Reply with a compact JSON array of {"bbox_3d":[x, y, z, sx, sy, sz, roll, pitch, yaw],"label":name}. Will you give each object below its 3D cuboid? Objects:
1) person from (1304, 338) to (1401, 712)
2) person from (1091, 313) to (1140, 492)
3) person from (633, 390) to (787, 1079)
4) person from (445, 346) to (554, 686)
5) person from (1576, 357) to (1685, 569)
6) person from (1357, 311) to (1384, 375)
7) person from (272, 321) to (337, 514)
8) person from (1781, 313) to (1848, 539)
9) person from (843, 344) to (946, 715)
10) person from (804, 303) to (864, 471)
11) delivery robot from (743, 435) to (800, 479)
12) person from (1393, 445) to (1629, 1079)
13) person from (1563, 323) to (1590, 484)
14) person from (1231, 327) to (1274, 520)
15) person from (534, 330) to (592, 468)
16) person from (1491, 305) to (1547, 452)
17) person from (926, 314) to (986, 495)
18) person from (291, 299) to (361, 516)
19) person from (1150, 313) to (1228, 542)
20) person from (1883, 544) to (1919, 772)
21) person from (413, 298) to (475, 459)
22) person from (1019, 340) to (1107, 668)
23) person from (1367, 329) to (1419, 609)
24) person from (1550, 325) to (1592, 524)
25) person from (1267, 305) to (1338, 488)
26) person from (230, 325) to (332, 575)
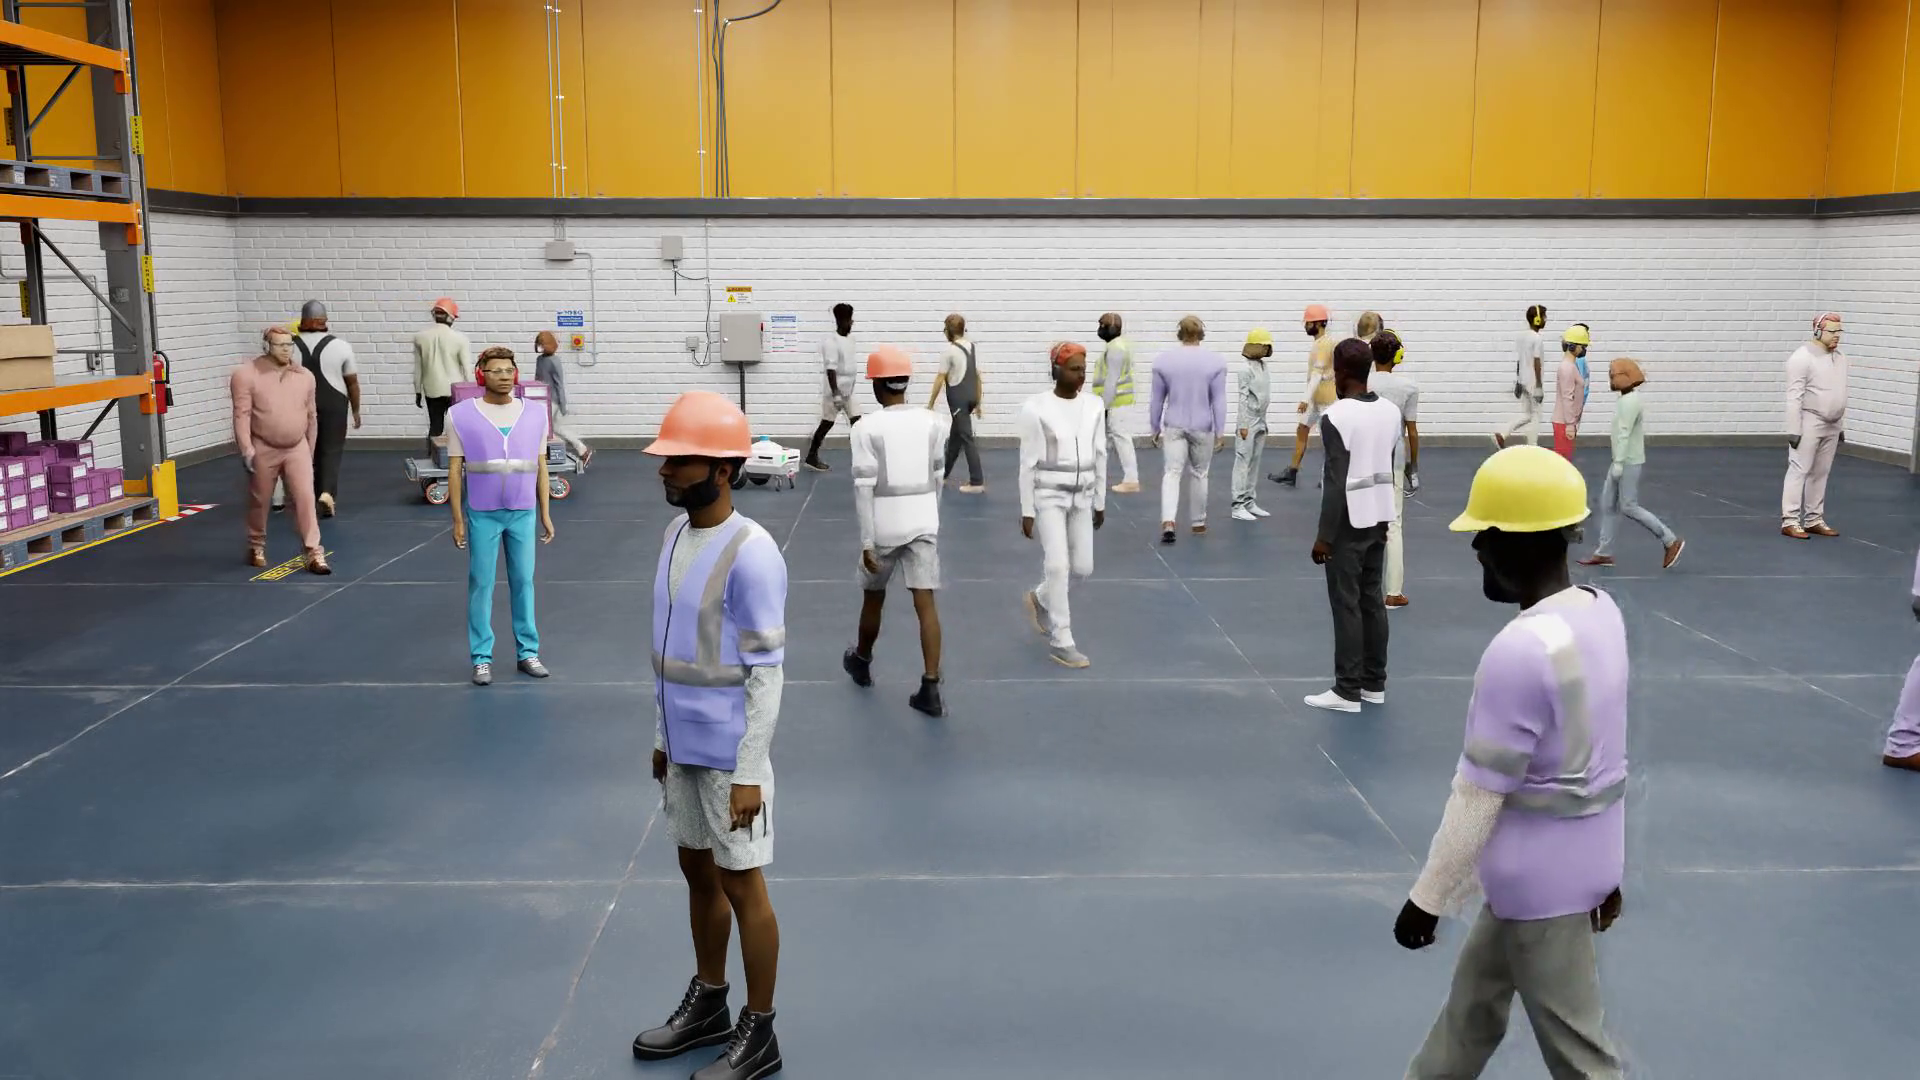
[{"bbox_3d":[2.038,-0.074,8.546,0.597,1.914,0.371,-9,13,-43],"label":"person"},{"bbox_3d":[1.457,-1.387,16.894,0.845,1.813,0.650,1,9,6],"label":"person"},{"bbox_3d":[-0.696,0.556,4.607,0.347,1.943,0.545,-8,12,-39],"label":"person"},{"bbox_3d":[-2.529,-0.142,9.166,0.566,1.849,0.387,-6,11,-32],"label":"person"},{"bbox_3d":[5.100,-0.573,12.549,0.689,1.607,0.496,2,10,15],"label":"person"},{"bbox_3d":[3.507,-1.010,14.318,0.607,1.905,0.641,-5,10,-26],"label":"person"},{"bbox_3d":[-6.208,-1.144,15.555,0.596,1.785,0.643,2,9,12],"label":"person"},{"bbox_3d":[7.233,-0.956,14.017,0.646,1.900,0.403,-5,10,-27],"label":"person"},{"bbox_3d":[-0.334,-0.078,8.707,0.553,1.877,1.024,-4,10,-23],"label":"person"},{"bbox_3d":[-1.340,-1.667,18.382,1.025,1.906,0.628,5,10,28],"label":"person"},{"bbox_3d":[-2.001,-0.839,17.111,0.707,0.478,0.477,5,10,29],"label":"delivery robot"},{"bbox_3d":[1.225,0.725,3.769,0.968,1.875,0.585,6,11,33],"label":"person"},{"bbox_3d":[6.476,-1.439,17.584,0.322,1.697,0.535,1,9,9],"label":"person"},{"bbox_3d":[2.681,-1.058,15.110,0.319,1.743,0.488,7,11,35],"label":"person"},{"bbox_3d":[-4.473,-1.534,18.456,0.781,1.598,0.497,-6,11,-32],"label":"person"},{"bbox_3d":[6.637,-1.821,19.474,0.602,1.850,0.516,0,9,-2],"label":"person"},{"bbox_3d":[-0.090,-1.375,16.867,0.942,1.795,0.547,7,12,38],"label":"person"},{"bbox_3d":[-5.916,-1.245,15.348,0.692,2.000,0.973,-1,9,-8],"label":"person"},{"bbox_3d":[1.897,-0.934,13.860,0.642,1.910,0.895,2,10,14],"label":"person"},{"bbox_3d":[4.496,0.182,7.152,0.642,1.862,0.933,-8,12,-42],"label":"person"},{"bbox_3d":[-5.459,-1.574,17.593,0.659,1.963,0.545,0,9,0],"label":"person"},{"bbox_3d":[0.559,-0.227,9.645,0.585,1.866,0.687,-5,11,-30],"label":"person"},{"bbox_3d":[2.812,-0.472,11.128,0.518,1.872,0.326,4,10,21],"label":"person"},{"bbox_3d":[5.458,-1.035,14.907,0.312,1.768,0.524,3,10,17],"label":"person"},{"bbox_3d":[3.597,-1.464,17.151,0.920,1.893,0.548,0,9,2],"label":"person"},{"bbox_3d":[-5.117,-0.678,12.458,0.654,1.858,1.005,-8,12,-40],"label":"person"}]
